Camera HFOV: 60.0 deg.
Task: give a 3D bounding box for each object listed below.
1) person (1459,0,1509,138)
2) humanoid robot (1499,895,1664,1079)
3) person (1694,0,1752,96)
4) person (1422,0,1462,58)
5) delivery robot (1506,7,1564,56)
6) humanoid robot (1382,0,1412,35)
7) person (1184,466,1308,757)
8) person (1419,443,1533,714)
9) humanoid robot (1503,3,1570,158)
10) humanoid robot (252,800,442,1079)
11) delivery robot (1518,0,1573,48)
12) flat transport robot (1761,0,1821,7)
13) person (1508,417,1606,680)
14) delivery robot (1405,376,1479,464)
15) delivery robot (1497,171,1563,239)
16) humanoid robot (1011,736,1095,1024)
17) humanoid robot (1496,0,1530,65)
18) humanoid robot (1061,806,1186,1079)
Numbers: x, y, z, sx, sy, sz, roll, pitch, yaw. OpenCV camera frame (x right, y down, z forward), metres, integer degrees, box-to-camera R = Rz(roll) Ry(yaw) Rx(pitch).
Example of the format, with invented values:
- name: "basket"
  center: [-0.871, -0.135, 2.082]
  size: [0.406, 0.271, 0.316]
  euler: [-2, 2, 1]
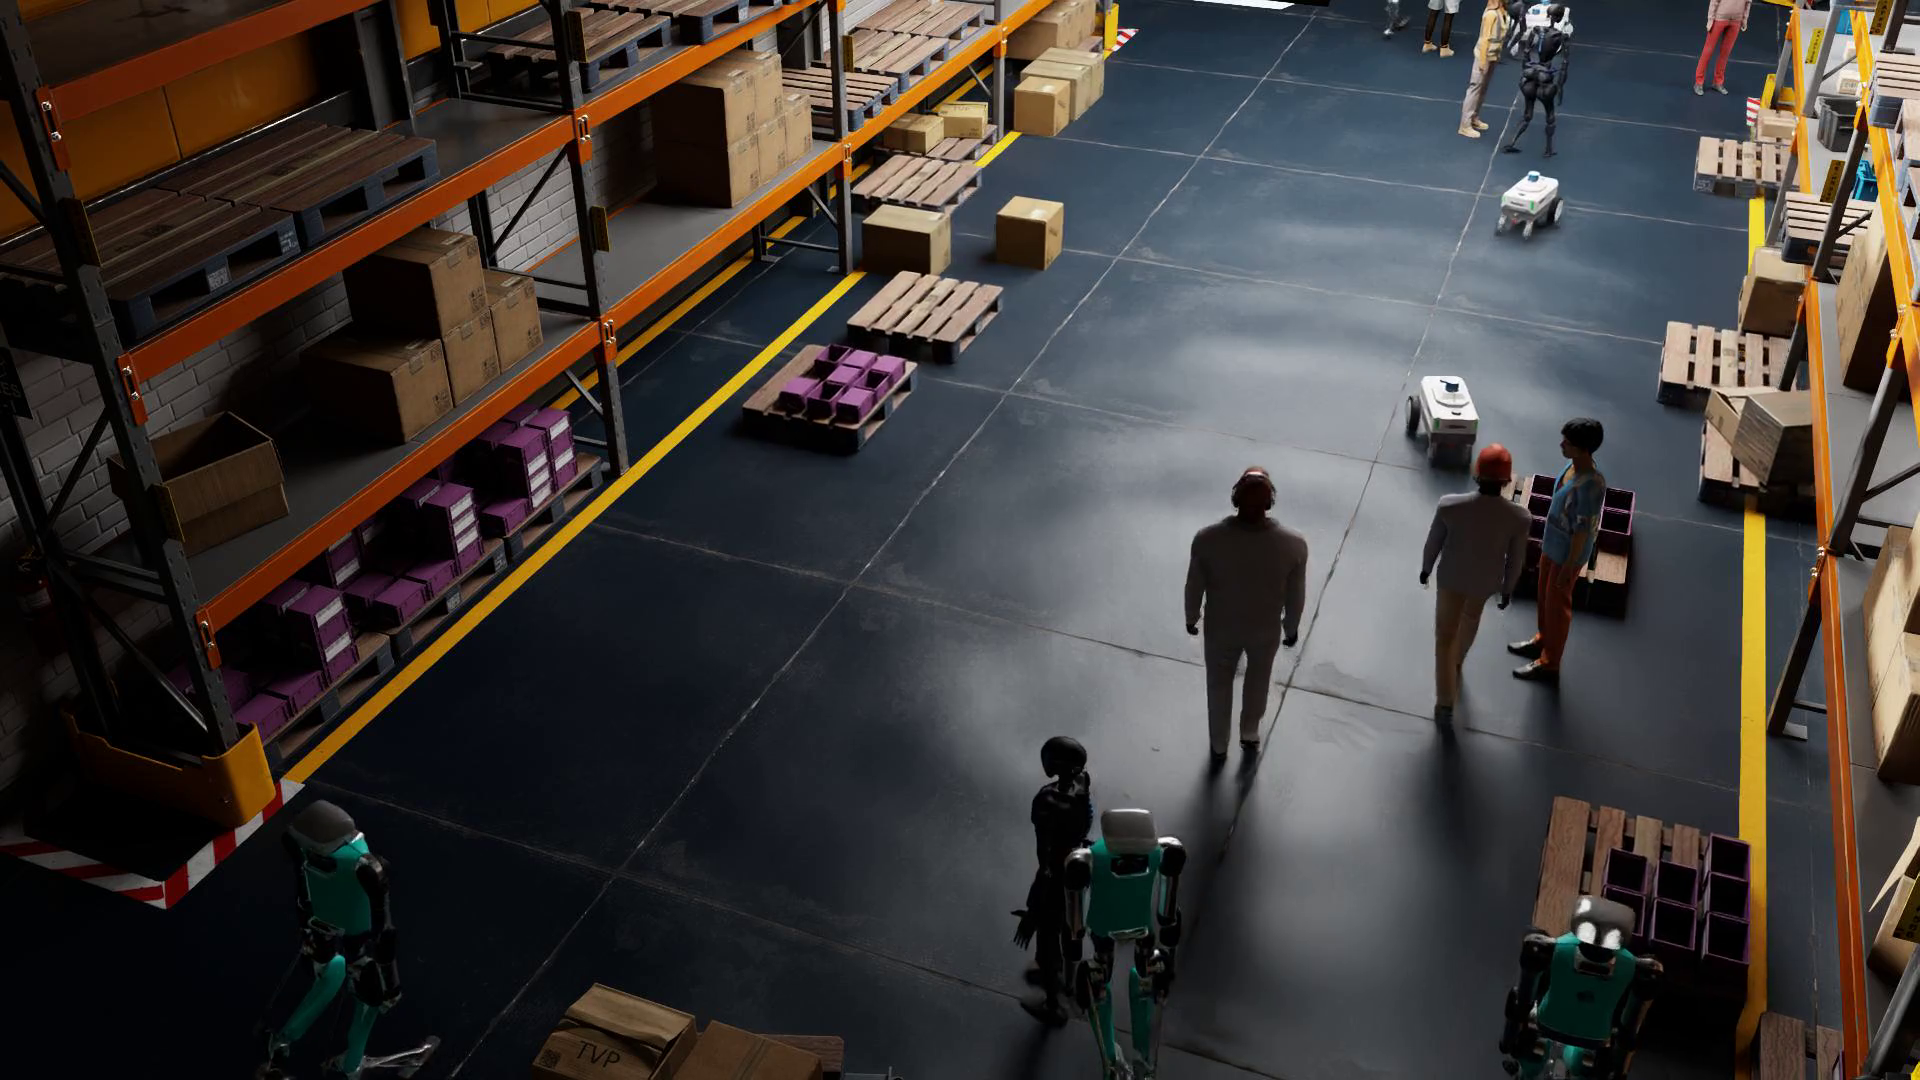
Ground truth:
- name: "person"
  center: [5.909, -5.390, 18.561]
  size: [0.365, 1.765, 0.479]
  euler: [19, 37, 27]
- name: "humanoid robot"
  center: [2.557, 2.096, 7.072]
  size: [0.535, 1.868, 0.732]
  euler: [11, 34, 16]
- name: "person"
  center: [9.134, -6.188, 19.789]
  size: [0.524, 1.768, 0.311]
  euler: [-5, 33, -7]
- name: "person"
  center: [6.197, -7.008, 21.128]
  size: [0.321, 1.691, 0.532]
  euler: [-21, 39, -30]
- name: "delivery robot"
  center: [7.432, -6.585, 21.513]
  size: [0.760, 0.588, 0.499]
  euler: [3, 33, 5]
- name: "humanoid robot"
  center: [5.784, -7.434, 21.738]
  size: [0.530, 1.730, 1.007]
  euler: [27, 42, 35]
- name: "person"
  center: [1.595, 0.425, 9.432]
  size: [0.668, 1.894, 0.450]
  euler: [4, 33, 6]
- name: "person"
  center: [3.044, 0.213, 9.924]
  size: [0.564, 1.722, 0.830]
  euler: [3, 33, 5]
- name: "humanoid robot"
  center: [6.299, -4.996, 18.049]
  size: [0.483, 1.640, 0.597]
  euler: [-22, 39, -30]
- name: "humanoid robot"
  center: [-2.765, 1.986, 7.208]
  size: [0.547, 1.769, 1.036]
  euler: [15, 36, 22]
- name: "delivery robot"
  center: [7.668, -6.831, 21.875]
  size: [0.747, 0.568, 0.499]
  euler: [-20, 38, -28]
- name: "flat transport robot"
  center: [12.043, -7.835, 23.717]
  size: [1.431, 0.231, 0.659]
  euler: [-25, 40, -33]
- name: "person"
  center: [3.663, 0.051, 10.143]
  size: [0.339, 1.759, 0.501]
  euler: [3, 33, 4]
- name: "delivery robot"
  center: [3.757, -0.971, 12.848]
  size: [0.499, 0.613, 0.807]
  euler: [2, 33, 3]
- name: "delivery robot"
  center: [5.666, -3.364, 16.551]
  size: [0.499, 0.612, 0.813]
  euler: [22, 39, 30]
- name: "humanoid robot"
  center: [0.440, 1.608, 7.806]
  size: [0.352, 1.650, 0.607]
  euler: [14, 36, 21]
- name: "humanoid robot"
  center: [6.971, -6.770, 20.777]
  size: [0.417, 1.633, 0.587]
  euler: [6, 33, 9]
- name: "humanoid robot"
  center: [0.735, 2.006, 7.147]
  size: [0.533, 1.772, 0.914]
  euler: [-7, 33, -10]
